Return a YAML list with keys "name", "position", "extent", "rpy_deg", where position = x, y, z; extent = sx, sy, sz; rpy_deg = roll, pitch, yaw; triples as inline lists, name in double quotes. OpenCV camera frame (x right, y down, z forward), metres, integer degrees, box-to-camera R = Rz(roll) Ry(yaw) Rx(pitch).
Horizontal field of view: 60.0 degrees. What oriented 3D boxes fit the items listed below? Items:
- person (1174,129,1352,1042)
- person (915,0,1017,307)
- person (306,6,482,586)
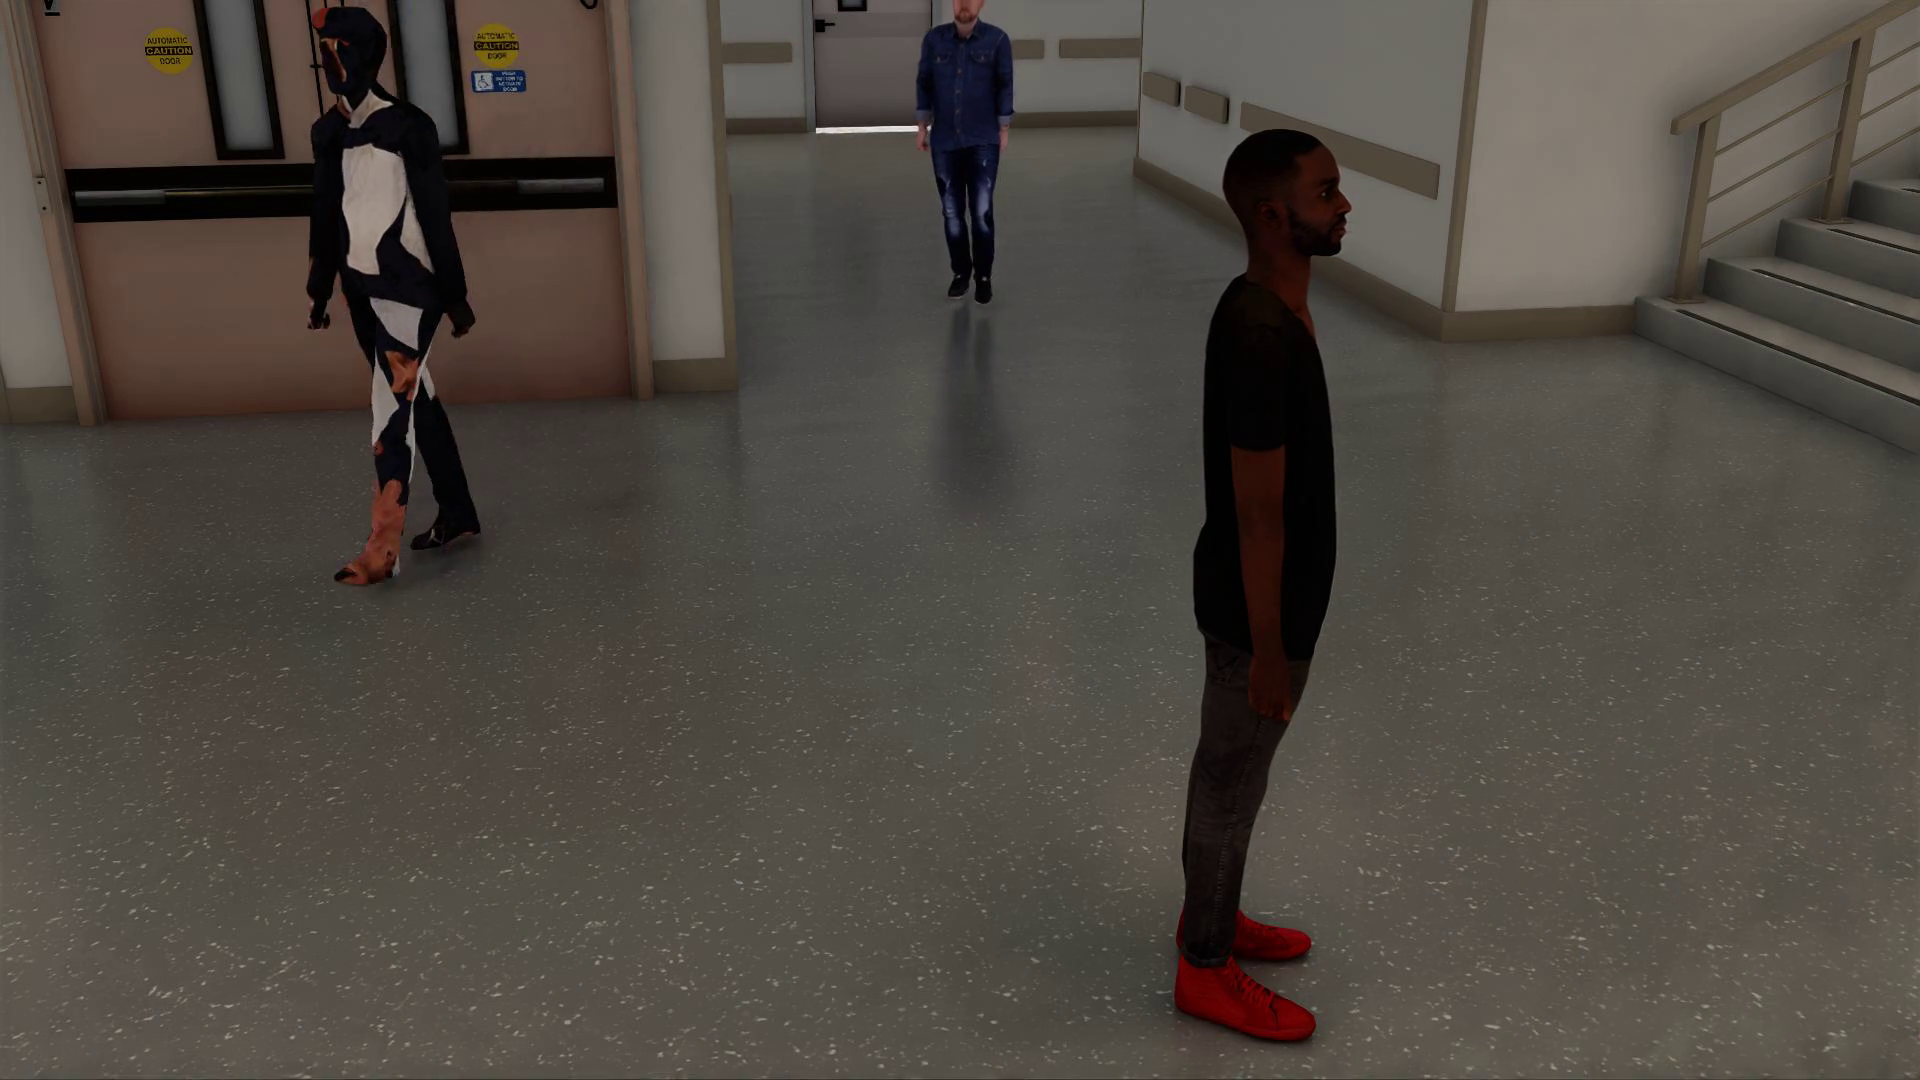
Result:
- name: "person"
  position: [0.579, 0.107, 3.298]
  extent: [0.655, 1.805, 0.704]
  rpy_deg: [4, 21, 9]
- name: "person"
  position: [0.040, -2.298, 9.648]
  extent: [0.810, 1.805, 0.912]
  rpy_deg: [6, 22, 15]
- name: "person"
  position: [-1.871, -0.835, 5.700]
  extent: [1.074, 1.866, 1.122]
  rpy_deg: [13, 24, 30]
